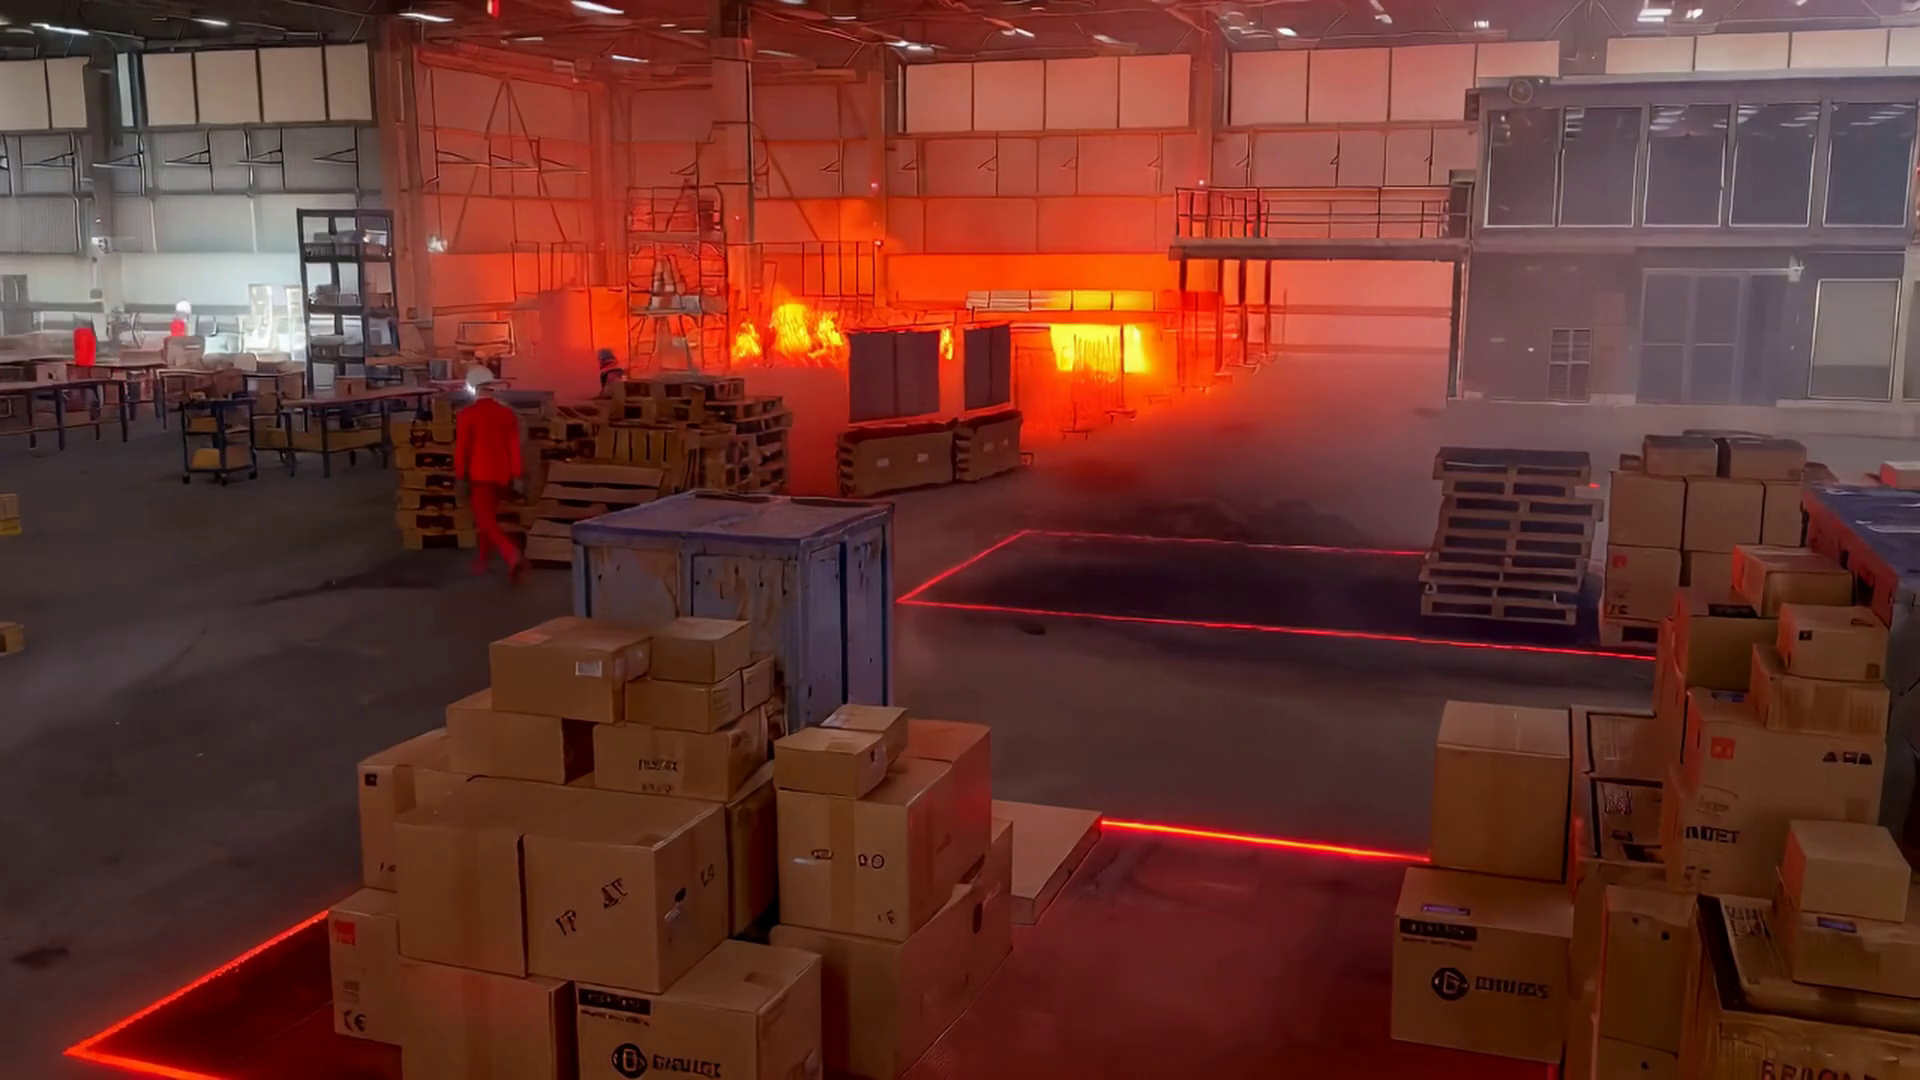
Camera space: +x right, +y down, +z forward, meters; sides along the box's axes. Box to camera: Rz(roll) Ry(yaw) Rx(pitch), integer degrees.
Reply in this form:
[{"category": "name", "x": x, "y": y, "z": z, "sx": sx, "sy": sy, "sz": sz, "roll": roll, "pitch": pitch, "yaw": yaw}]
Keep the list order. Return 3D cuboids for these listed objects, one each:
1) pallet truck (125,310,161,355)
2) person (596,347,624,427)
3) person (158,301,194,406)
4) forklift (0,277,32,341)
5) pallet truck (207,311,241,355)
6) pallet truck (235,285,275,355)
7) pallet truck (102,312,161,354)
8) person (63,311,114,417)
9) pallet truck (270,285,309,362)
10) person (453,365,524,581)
[{"category": "pallet truck", "x": -22.038, "y": -5.665, "z": 45.457, "sx": 0.704, "sy": 1.261, "sz": 1.522, "roll": 3, "pitch": 11, "yaw": 17}, {"category": "person", "x": -4.478, "y": -1.611, "z": 21.383, "sx": 0.347, "sy": 1.738, "sz": 0.484, "roll": 3, "pitch": 10, "yaw": 16}, {"category": "person", "x": -14.375, "y": -3.370, "z": 30.512, "sx": 0.754, "sy": 2.010, "sz": 0.649, "roll": -8, "pitch": 13, "yaw": -38}, {"category": "forklift", "x": -27.151, "y": -6.329, "z": 46.328, "sx": 1.157, "sy": 1.987, "sz": 2.680, "roll": 3, "pitch": 11, "yaw": 17}, {"category": "pallet truck", "x": -19.537, "y": -5.575, "z": 44.913, "sx": 0.653, "sy": 1.274, "sz": 1.630, "roll": 3, "pitch": 11, "yaw": 19}, {"category": "pallet truck", "x": -18.327, "y": -5.835, "z": 44.421, "sx": 0.823, "sy": 1.965, "sz": 1.885, "roll": 4, "pitch": 11, "yaw": 23}, {"category": "pallet truck", "x": -23.057, "y": -5.777, "z": 46.261, "sx": 0.680, "sy": 1.201, "sz": 1.601, "roll": 3, "pitch": 11, "yaw": 19}, {"category": "person", "x": -15.244, "y": -3.028, "z": 28.923, "sx": 0.555, "sy": 1.901, "sz": 0.957, "roll": 5, "pitch": 11, "yaw": 28}, {"category": "pallet truck", "x": -17.147, "y": -5.700, "z": 43.663, "sx": 0.823, "sy": 1.965, "sz": 1.885, "roll": 3, "pitch": 11, "yaw": 17}, {"category": "person", "x": -4.202, "y": -0.588, "z": 14.973, "sx": 0.829, "sy": 1.968, "sz": 0.622, "roll": 7, "pitch": 12, "yaw": 36}]
